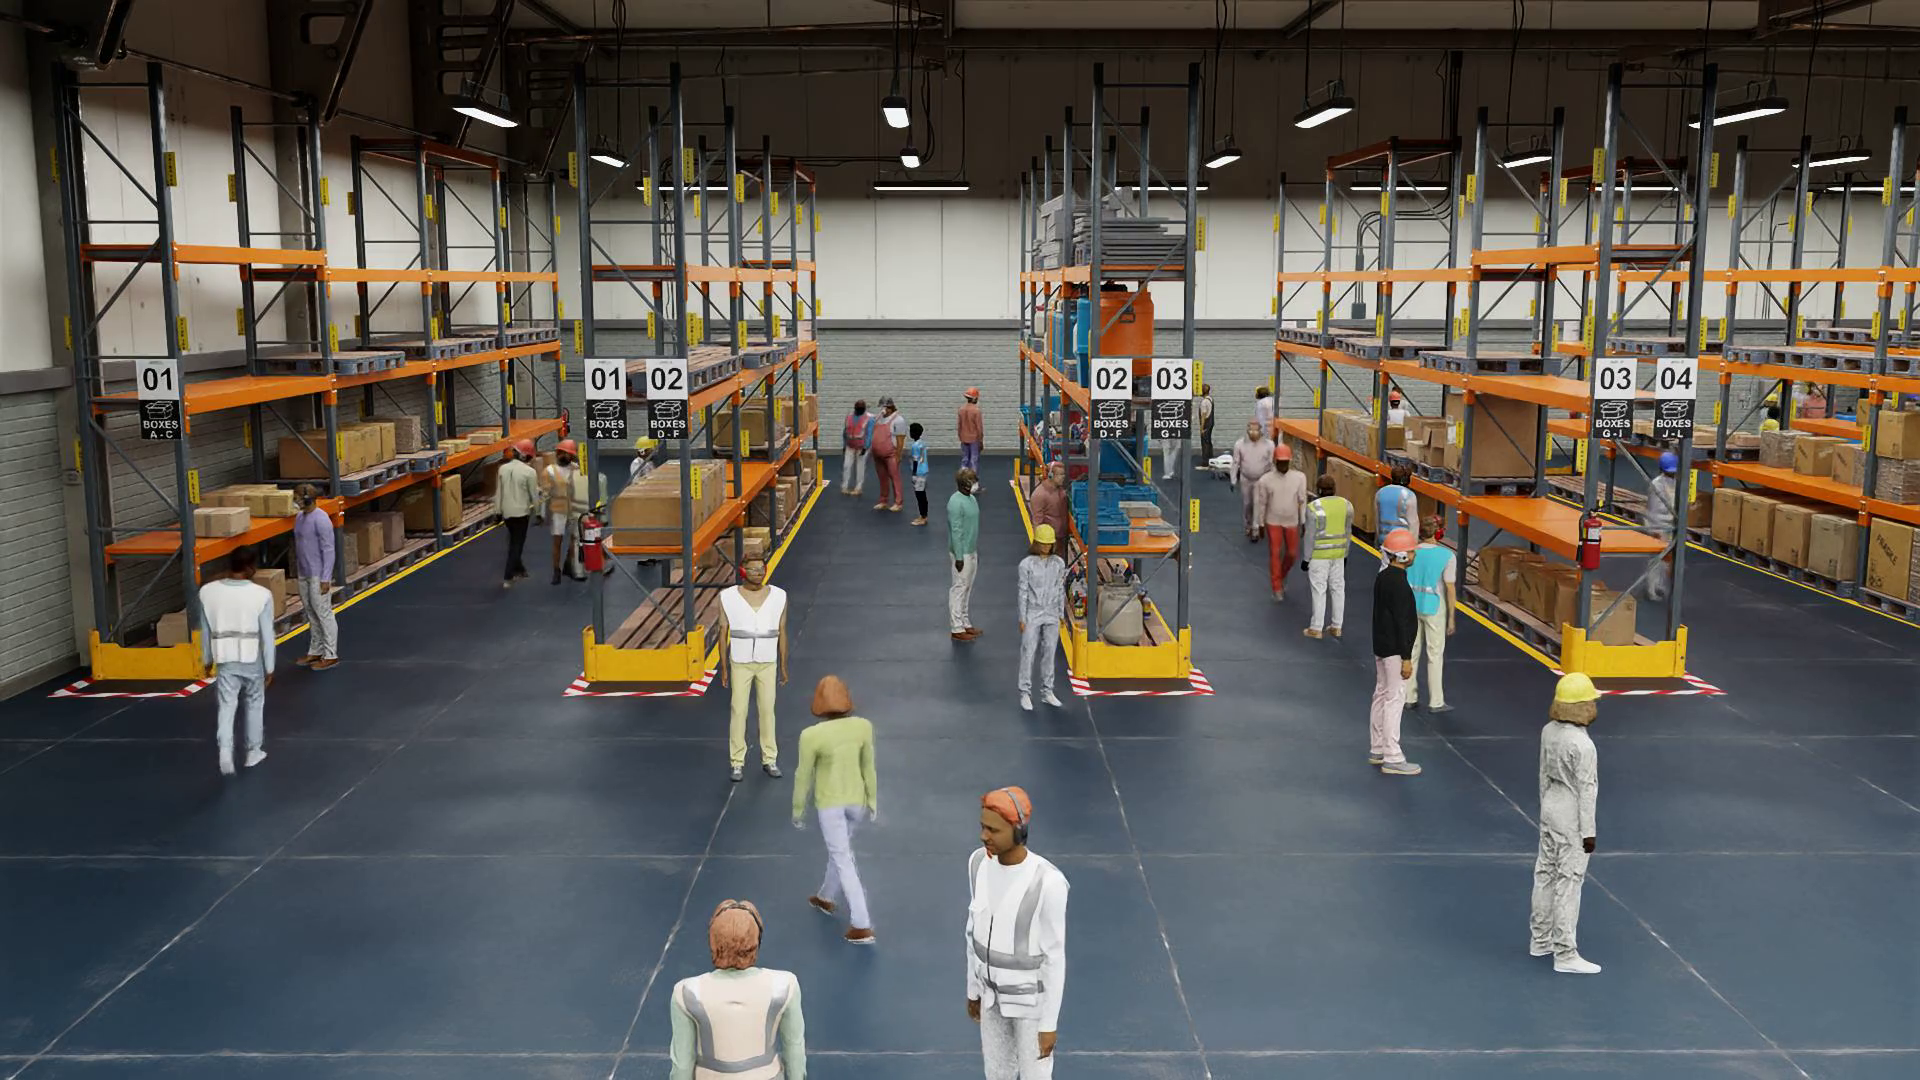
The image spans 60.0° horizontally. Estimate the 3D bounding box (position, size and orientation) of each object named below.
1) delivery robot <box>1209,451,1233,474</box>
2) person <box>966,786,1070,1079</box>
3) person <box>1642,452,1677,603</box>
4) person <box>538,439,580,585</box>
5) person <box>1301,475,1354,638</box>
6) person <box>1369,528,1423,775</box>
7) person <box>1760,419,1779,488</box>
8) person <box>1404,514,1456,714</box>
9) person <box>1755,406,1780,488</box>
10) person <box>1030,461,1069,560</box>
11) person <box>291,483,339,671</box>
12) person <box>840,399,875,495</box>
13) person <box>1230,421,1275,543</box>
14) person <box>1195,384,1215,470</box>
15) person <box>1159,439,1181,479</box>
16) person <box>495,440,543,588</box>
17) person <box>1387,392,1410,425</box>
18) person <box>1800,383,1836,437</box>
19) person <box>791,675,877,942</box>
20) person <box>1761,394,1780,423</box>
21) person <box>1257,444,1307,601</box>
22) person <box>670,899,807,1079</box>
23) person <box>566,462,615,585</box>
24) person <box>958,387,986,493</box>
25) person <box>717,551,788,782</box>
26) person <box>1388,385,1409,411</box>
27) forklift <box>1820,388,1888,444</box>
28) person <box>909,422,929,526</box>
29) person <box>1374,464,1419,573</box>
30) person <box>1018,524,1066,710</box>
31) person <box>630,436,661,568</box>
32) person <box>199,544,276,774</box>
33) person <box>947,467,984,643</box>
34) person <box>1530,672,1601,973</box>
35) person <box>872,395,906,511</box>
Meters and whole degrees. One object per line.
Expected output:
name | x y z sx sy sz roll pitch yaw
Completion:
delivery robot | 5.375 -1.544 33.538 0.707 0.478 0.477 -4 10 -25
person | 0.227 1.958 7.081 0.353 1.879 0.574 -8 12 -41
person | 8.718 -0.157 20.608 0.651 1.899 0.499 -7 11 -38
person | -5.275 -0.379 22.018 0.681 1.913 0.386 -6 11 -34
person | 4.086 0.184 18.620 0.619 1.838 0.430 -4 10 -23
person | 3.543 0.895 13.528 0.375 1.997 0.612 -1 9 -5
person | 12.742 -0.995 26.211 0.404 1.830 0.601 5 10 29
person | 4.304 0.685 15.370 0.396 1.844 0.564 -9 12 -44
person | 14.989 -1.632 30.790 0.539 1.679 0.605 1 9 6
person | 1.084 0.023 19.467 0.399 1.900 0.648 6 11 34
person | -6.645 0.369 17.108 0.635 1.933 0.352 8 12 43
person | -1.936 -1.716 30.958 0.675 1.805 0.577 4 10 24
person | 4.528 -0.931 25.723 0.664 1.864 0.994 2 9 16
person | 5.191 -2.385 35.149 0.348 1.839 0.503 5 10 27
person | 4.265 -2.178 33.703 0.583 1.876 0.778 0 9 1
person | -5.819 -0.354 21.814 0.616 1.925 0.854 5 10 29
person | 8.137 -1.815 31.192 0.543 1.929 0.387 0 9 3
person | 17.856 -2.336 34.652 0.653 1.899 0.404 6 11 34
person | -0.747 1.621 10.178 0.515 1.586 0.865 -7 11 -37
person | 16.322 -2.090 33.582 0.324 1.730 0.494 0 9 1
person | 4.026 -0.232 20.834 0.637 1.976 0.527 0 9 0
person | -0.847 2.183 6.386 0.522 1.640 0.306 -2 9 -13
person | -4.908 -0.333 22.106 0.618 1.788 0.847 1 9 9
person | 0.222 -1.878 31.370 0.379 1.996 0.611 -8 12 -43
person | -1.655 0.997 13.341 0.565 1.850 0.390 -3 9 -18
person | 9.019 -2.270 34.355 0.332 1.859 0.511 -7 11 -39
forklift | 20.072 -3.110 36.462 1.873 2.768 1.129 0 9 0
person | -0.679 -1.078 27.215 0.322 1.691 0.533 1 9 8
person | 5.173 0.027 19.608 0.429 1.845 0.621 -5 10 -32
person | 0.773 0.712 15.524 0.492 1.740 0.325 -4 10 -26
person | -4.380 -0.536 23.250 0.404 1.837 0.590 1 9 8
person | -5.834 0.964 13.471 0.617 1.874 0.761 -1 9 -8
person | 0.057 0.155 18.476 0.372 1.940 0.631 3 9 16
person | 3.536 1.624 9.647 0.290 1.746 0.487 -2 9 -12
person | -1.290 -1.519 28.919 0.679 2.000 0.535 9 12 44
